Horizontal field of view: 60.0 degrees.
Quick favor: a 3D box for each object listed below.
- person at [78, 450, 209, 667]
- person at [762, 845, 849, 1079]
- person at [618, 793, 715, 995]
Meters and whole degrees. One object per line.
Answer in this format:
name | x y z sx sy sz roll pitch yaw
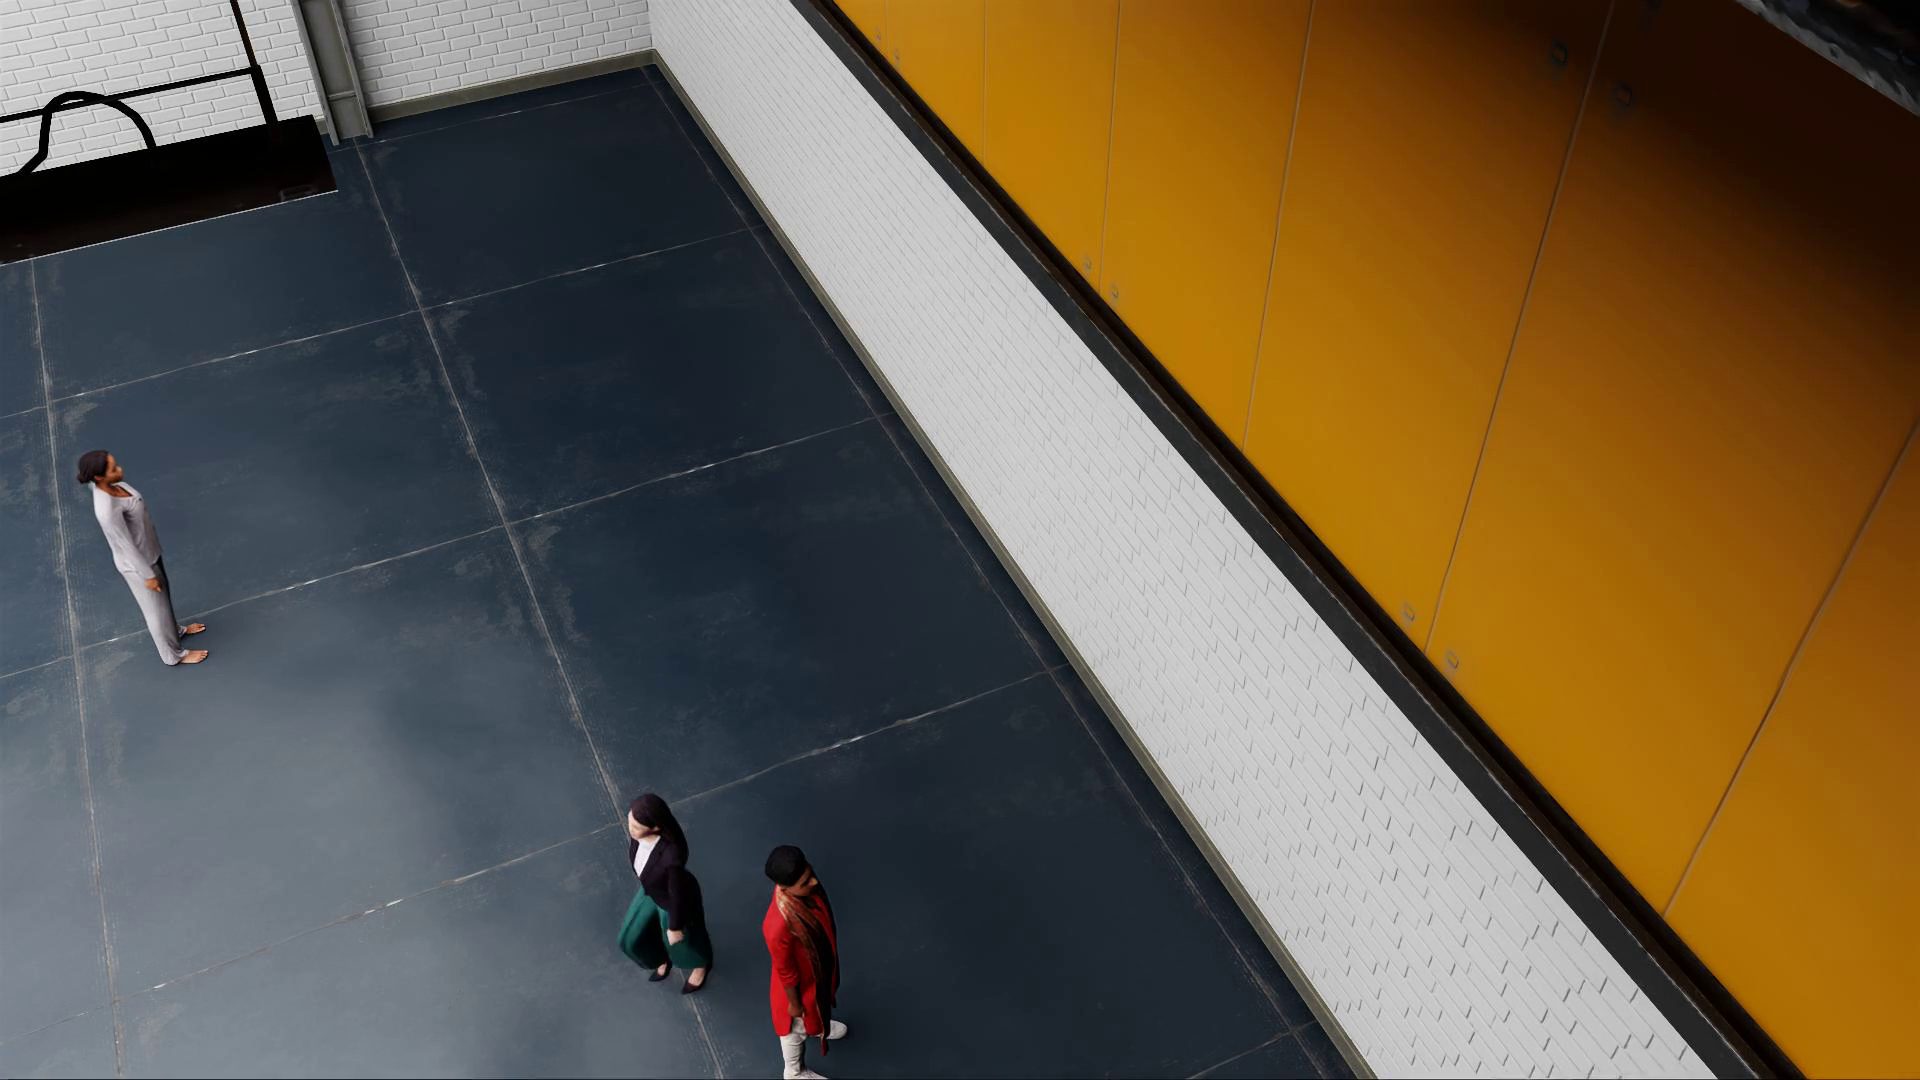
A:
person | -5.383 0.099 10.894 0.524 1.737 0.641 -16 46 -16
person | -0.842 2.186 8.597 0.798 1.884 0.778 7 44 7
person | -1.500 1.898 9.012 0.735 1.727 0.801 34 53 30
